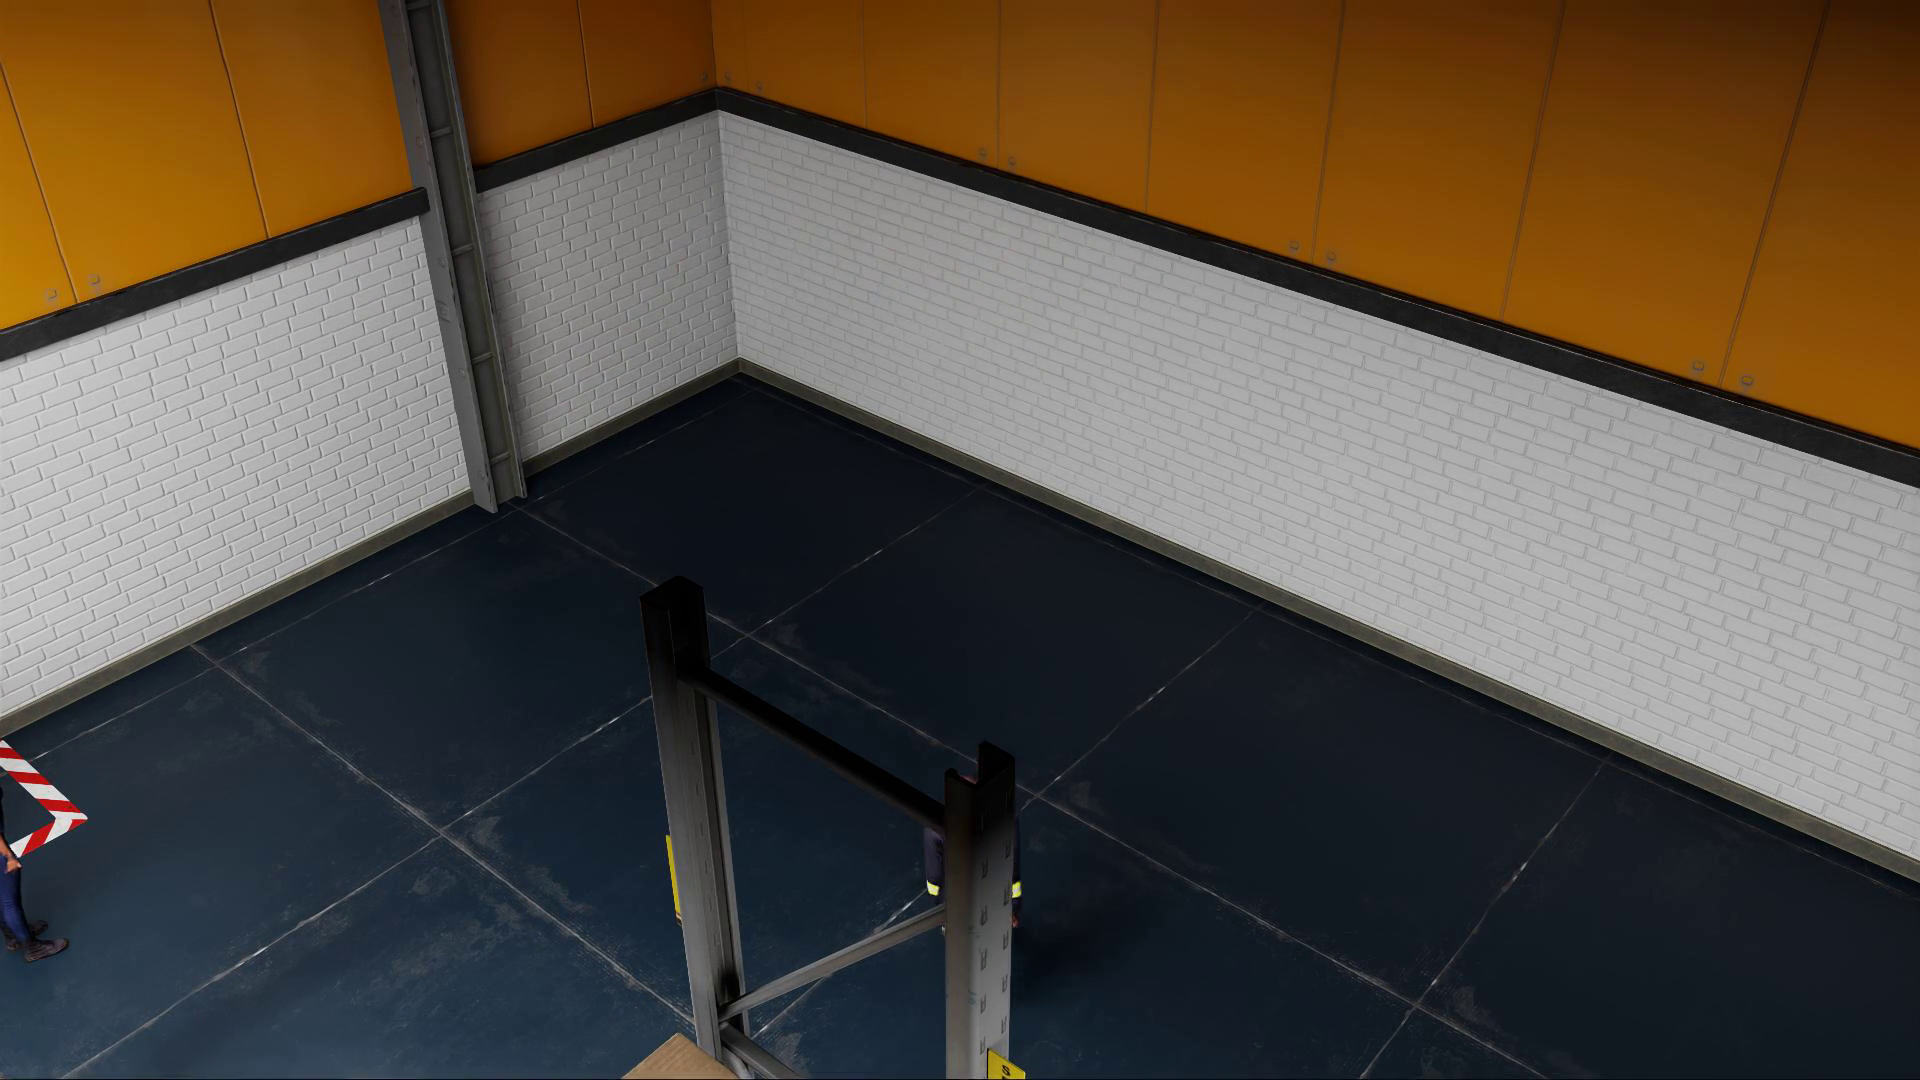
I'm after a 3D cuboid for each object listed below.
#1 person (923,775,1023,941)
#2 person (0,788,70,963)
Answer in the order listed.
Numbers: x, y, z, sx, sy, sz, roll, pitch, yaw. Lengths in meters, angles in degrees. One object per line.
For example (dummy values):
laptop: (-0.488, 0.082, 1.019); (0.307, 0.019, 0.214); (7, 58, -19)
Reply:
person: (0.088, 2.079, 10.045); (1.223, 1.793, 1.246); (-5, 34, -8)
person: (-6.046, 1.915, 10.340); (0.568, 1.739, 0.530); (26, 42, 34)
